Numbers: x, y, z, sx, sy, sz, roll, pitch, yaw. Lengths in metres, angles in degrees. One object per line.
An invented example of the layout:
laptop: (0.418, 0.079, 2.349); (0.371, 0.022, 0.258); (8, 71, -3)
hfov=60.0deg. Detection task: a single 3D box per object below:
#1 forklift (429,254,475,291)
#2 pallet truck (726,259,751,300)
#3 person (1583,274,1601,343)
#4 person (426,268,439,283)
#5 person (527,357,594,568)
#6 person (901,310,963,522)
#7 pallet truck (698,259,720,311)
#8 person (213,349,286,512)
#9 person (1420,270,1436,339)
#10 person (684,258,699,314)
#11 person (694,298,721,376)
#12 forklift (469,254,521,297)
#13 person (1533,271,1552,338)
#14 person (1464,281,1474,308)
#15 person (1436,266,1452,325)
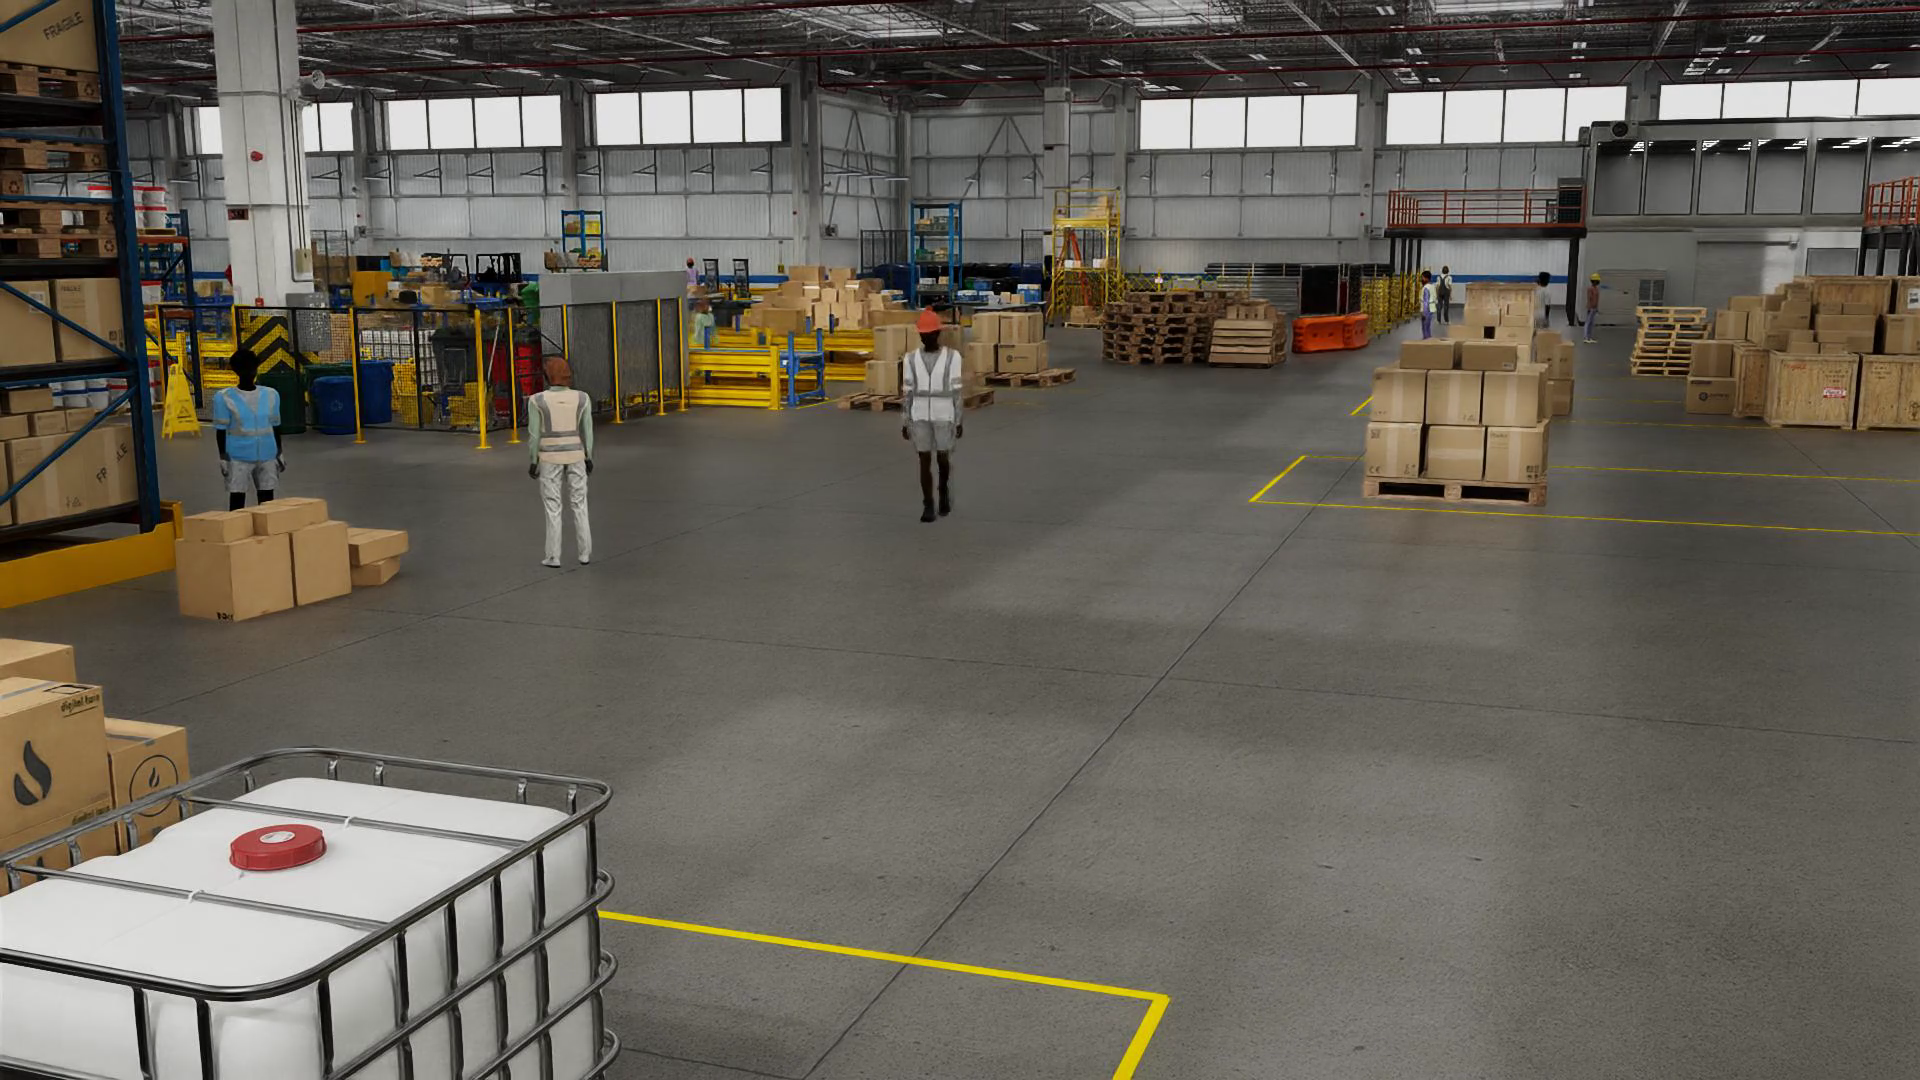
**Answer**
forklift: (-20.133, -10.254, 65.465); (1.157, 1.987, 2.680); (3, 11, 19)
pallet truck: (-7.986, -9.493, 62.019); (0.823, 1.965, 1.885); (3, 11, 17)
person: (16.192, -5.918, 42.539); (0.330, 1.768, 0.526); (9, 14, 43)
person: (-17.864, -8.448, 56.450); (0.443, 1.893, 0.649); (3, 10, 16)
person: (-3.100, -0.600, 12.946); (0.523, 1.639, 0.309); (-6, 12, -30)
person: (-0.264, -1.107, 15.009); (0.564, 1.918, 0.404); (2, 10, 11)
pallet truck: (-9.165, -9.627, 62.776); (0.823, 1.965, 1.885); (4, 11, 23)
person: (-5.558, -0.647, 13.046); (0.537, 1.695, 0.320); (-10, 14, -43)
person: (10.742, -5.228, 38.233); (0.373, 1.914, 0.597); (4, 11, 23)
person: (-9.292, -8.704, 57.445); (0.608, 2.045, 0.391); (-8, 13, -37)
person: (-4.271, -3.333, 28.476); (0.819, 1.592, 0.505); (3, 11, 18)
forklift: (-17.990, -10.121, 64.684); (1.157, 1.987, 2.680); (3, 11, 17)
person: (12.603, -4.889, 36.272); (0.876, 1.940, 0.609); (-5, 11, -26)
person: (8.759, -3.448, 28.306); (0.977, 1.892, 0.546); (-6, 12, -32)
person: (15.207, -7.682, 52.252); (0.507, 1.847, 0.351); (9, 13, 41)
